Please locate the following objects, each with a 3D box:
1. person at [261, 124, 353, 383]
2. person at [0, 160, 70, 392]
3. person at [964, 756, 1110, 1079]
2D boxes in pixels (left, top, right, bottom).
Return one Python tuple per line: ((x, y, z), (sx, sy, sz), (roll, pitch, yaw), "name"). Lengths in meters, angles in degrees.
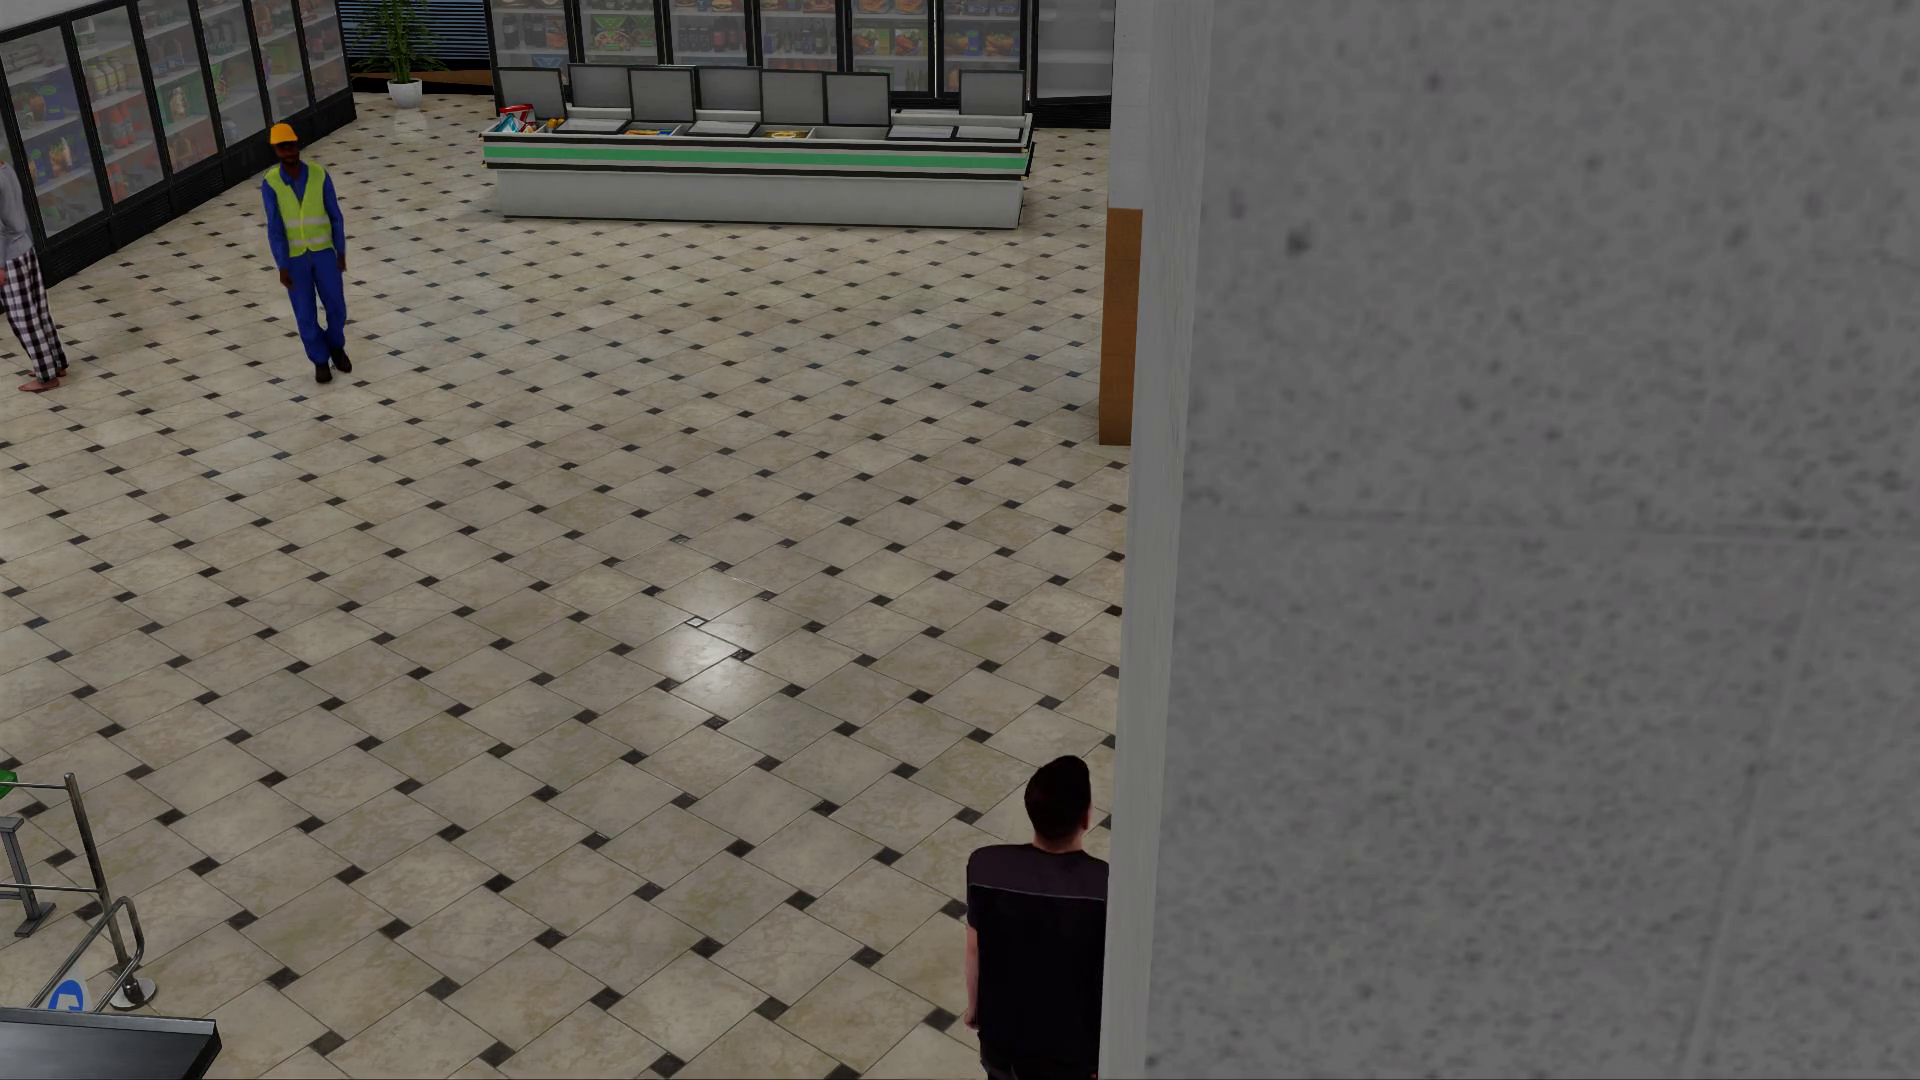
((-4.527, -1.988, 11.490), (0.769, 1.799, 0.855), (-13, 30, -24), "person")
((-6.463, -1.936, 11.337), (0.622, 1.847, 0.685), (-4, 27, -9), "person")
((0.230, 1.448, 4.675), (0.757, 1.836, 0.849), (8, 28, 16), "person")
